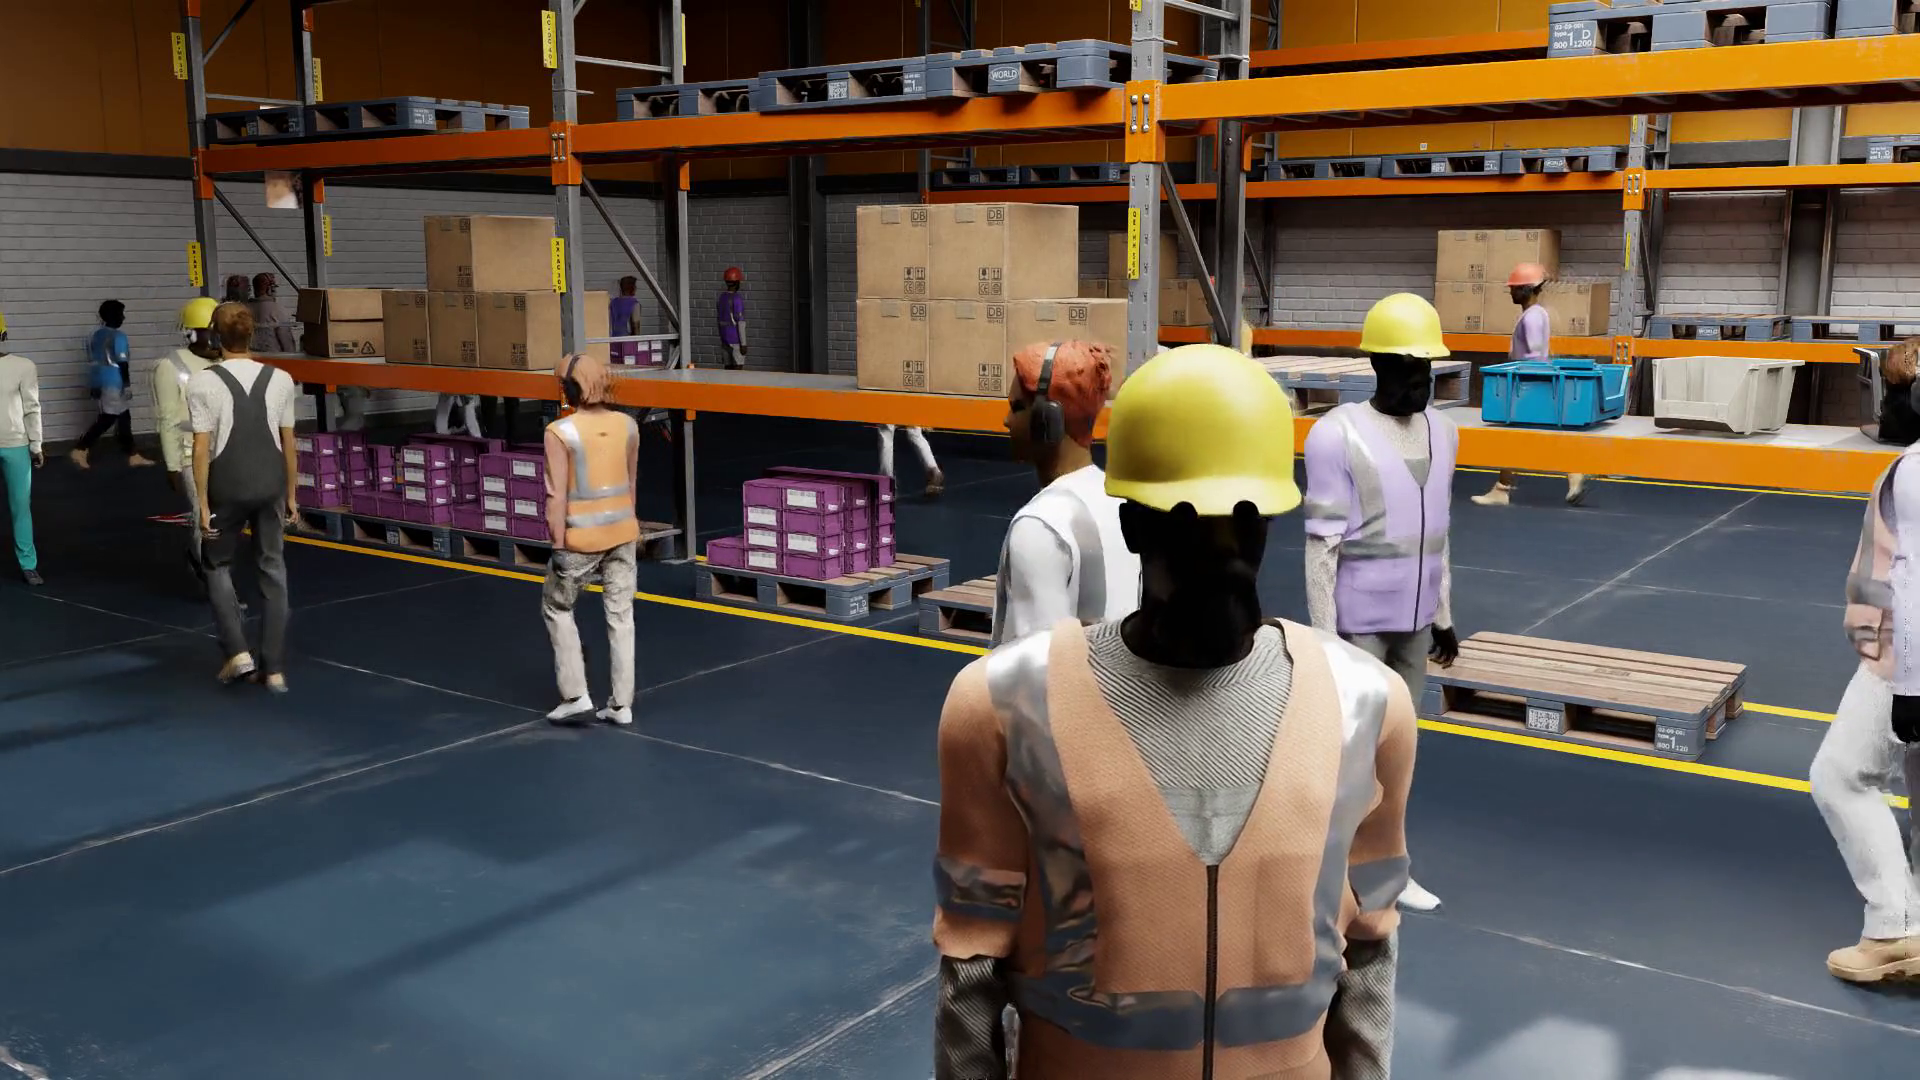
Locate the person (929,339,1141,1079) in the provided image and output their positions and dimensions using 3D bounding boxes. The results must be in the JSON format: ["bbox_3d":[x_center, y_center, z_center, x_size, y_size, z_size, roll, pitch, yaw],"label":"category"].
[{"bbox_3d":[0.294,0.489,3.677,0.790,1.861,0.583,4,10,23],"label":"person"}]

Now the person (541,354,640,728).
[{"bbox_3d":[-1.605,0.008,7.219,0.487,1.621,0.531,9,13,42],"label":"person"}]

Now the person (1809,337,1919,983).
[{"bbox_3d":[2.650,0.352,4.595,0.666,1.821,0.479,-8,12,-40],"label":"person"}]

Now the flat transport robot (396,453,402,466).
[{"bbox_3d":[-5.153,-0.639,15.104,0.652,0.197,1.431,-3,10,-18],"label":"flat transport robot"}]

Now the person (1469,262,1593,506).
[{"bbox_3d":[4.717,-1.253,13.599,0.876,2.020,0.617,4,10,22],"label":"person"}]

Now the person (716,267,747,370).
[{"bbox_3d":[-3.016,-2.672,22.251,0.352,1.939,0.552,-8,12,-40],"label":"person"}]

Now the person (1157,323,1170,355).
[{"bbox_3d":[1.526,-1.019,13.409,0.519,1.591,0.812,-3,10,-15],"label":"person"}]

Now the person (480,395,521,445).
[{"bbox_3d":[-4.434,-1.680,16.247,0.658,1.984,0.727,9,13,43],"label":"person"}]

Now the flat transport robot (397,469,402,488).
[{"bbox_3d":[-4.572,-0.491,14.221,1.431,0.197,0.652,-3,10,-18],"label":"flat transport robot"}]

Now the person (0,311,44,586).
[{"bbox_3d":[-5.940,-0.567,10.254,0.522,1.761,0.321,-6,12,-34],"label":"person"}]

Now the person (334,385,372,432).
[{"bbox_3d":[-5.922,-1.507,15.976,0.490,1.714,0.711,5,11,29],"label":"person"}]

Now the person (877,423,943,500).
[{"bbox_3d":[-0.473,-1.247,13.994,0.582,1.863,0.808,-7,12,-35],"label":"person"}]

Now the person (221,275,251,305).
[{"bbox_3d":[-7.183,-1.732,16.841,0.858,1.869,0.668,-7,12,-36],"label":"person"}]

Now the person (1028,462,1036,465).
[{"bbox_3d":[0.899,-1.726,16.462,0.612,1.991,0.392,-6,11,-30],"label":"person"}]

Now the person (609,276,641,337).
[{"bbox_3d":[-4.351,-2.529,21.742,0.564,1.829,0.431,7,12,36],"label":"person"}]

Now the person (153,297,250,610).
[{"bbox_3d":[-4.411,-0.498,9.682,0.571,1.819,0.603,5,11,27],"label":"person"}]

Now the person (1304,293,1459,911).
[{"bbox_3d":[1.300,0.220,5.071,0.593,1.925,0.379,-6,11,-33],"label":"person"}]

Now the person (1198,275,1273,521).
[{"bbox_3d":[2.128,-1.094,12.963,0.466,1.916,0.714,-6,11,-34],"label":"person"}]

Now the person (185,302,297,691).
[{"bbox_3d":[-3.348,-0.192,7.807,0.502,1.831,0.423,-8,12,-39],"label":"person"}]

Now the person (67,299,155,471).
[{"bbox_3d":[-8.264,-1.486,16.044,0.558,1.659,0.782,8,13,41],"label":"person"}]

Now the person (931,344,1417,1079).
[{"bbox_3d":[0.265,0.735,2.011,0.602,1.927,0.370,-1,10,-8],"label":"person"}]

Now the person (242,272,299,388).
[{"bbox_3d":[-6.748,-1.655,16.291,0.637,1.911,0.403,3,10,18],"label":"person"}]

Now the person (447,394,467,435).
[{"bbox_3d":[-5.958,-2.190,19.555,0.602,1.912,0.586,4,10,24],"label":"person"}]

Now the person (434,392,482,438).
[{"bbox_3d":[-4.626,-1.412,15.048,0.534,1.833,0.815,5,11,25],"label":"person"}]
